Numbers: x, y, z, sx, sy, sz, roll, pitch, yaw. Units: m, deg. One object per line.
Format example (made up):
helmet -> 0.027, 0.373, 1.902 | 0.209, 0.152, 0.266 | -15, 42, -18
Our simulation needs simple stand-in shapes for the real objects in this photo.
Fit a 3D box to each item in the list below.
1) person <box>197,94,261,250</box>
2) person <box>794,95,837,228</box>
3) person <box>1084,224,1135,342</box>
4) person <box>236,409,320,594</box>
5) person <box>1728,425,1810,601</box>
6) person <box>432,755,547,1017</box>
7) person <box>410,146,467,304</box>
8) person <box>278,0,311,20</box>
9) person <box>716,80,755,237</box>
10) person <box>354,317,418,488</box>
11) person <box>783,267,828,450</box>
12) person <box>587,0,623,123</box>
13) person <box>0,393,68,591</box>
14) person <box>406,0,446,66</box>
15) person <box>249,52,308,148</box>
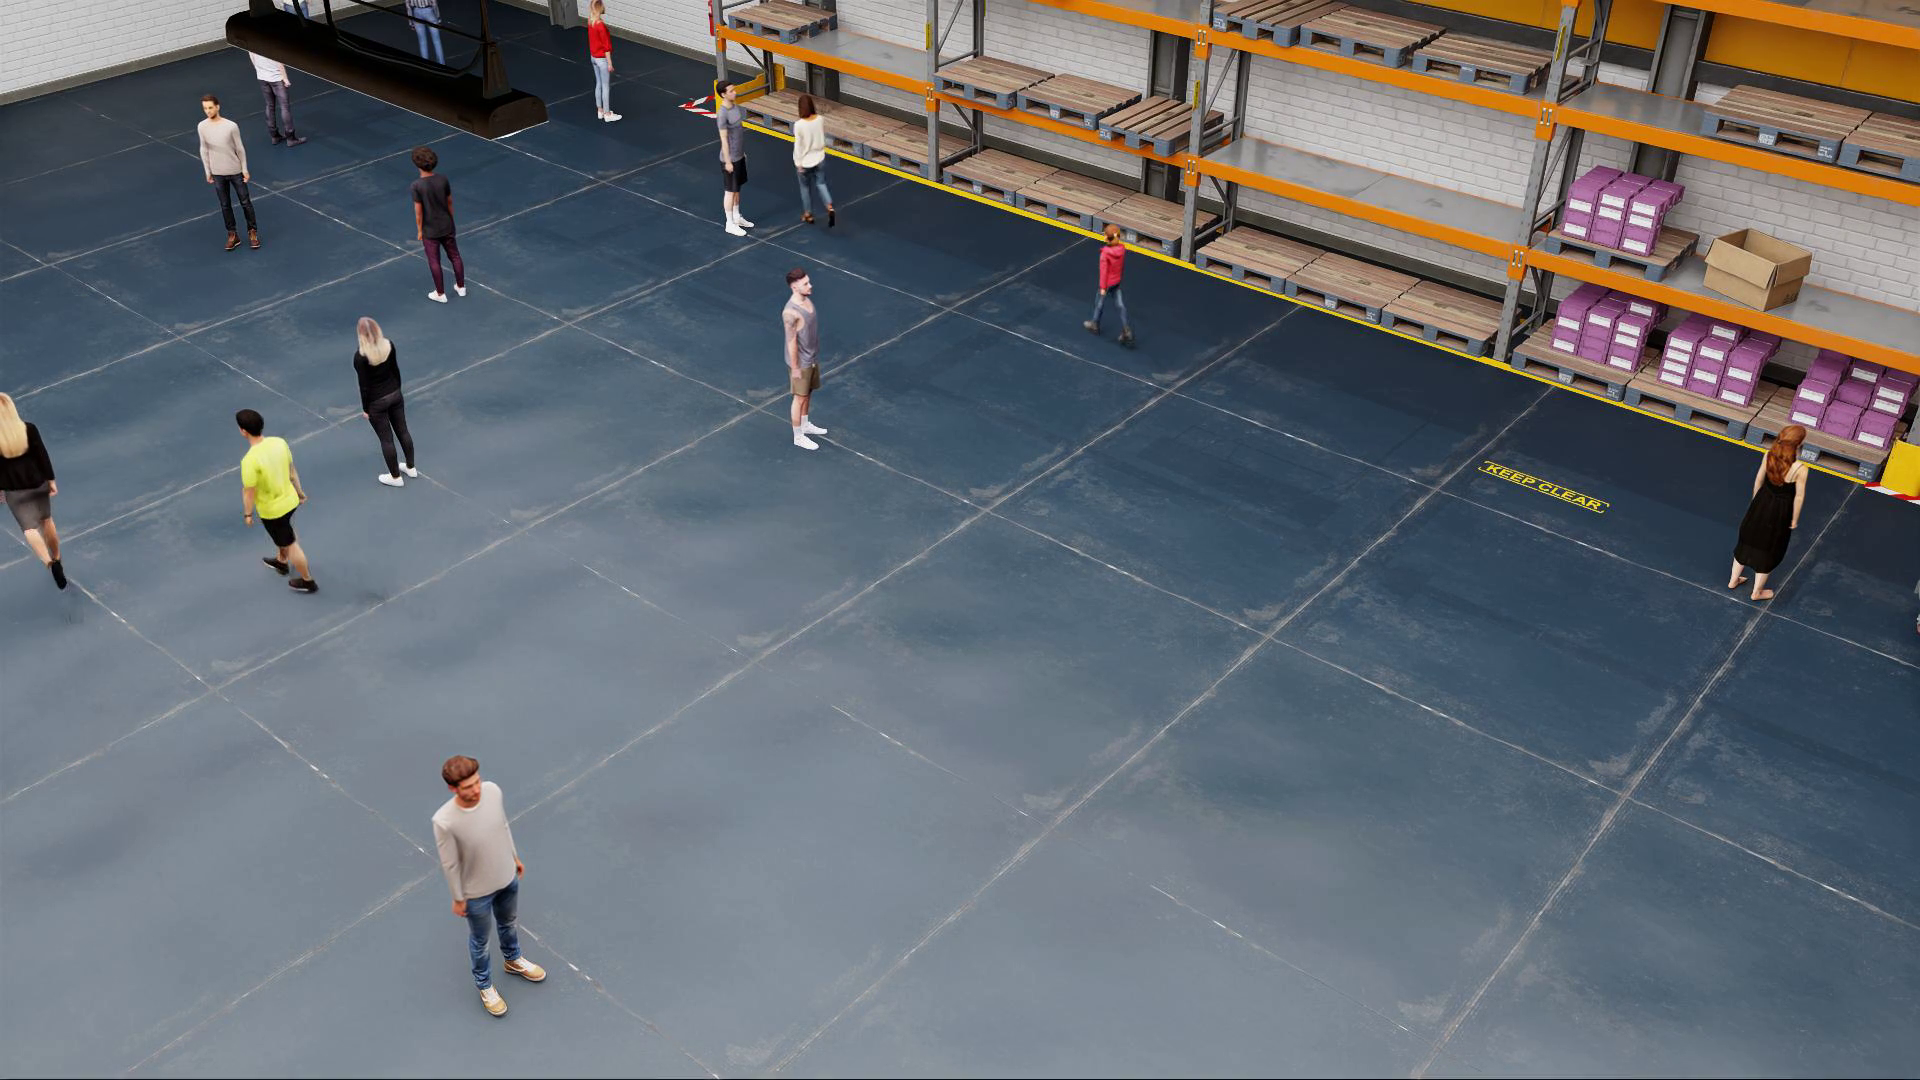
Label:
person -> -8.726, -4.395, 19.810 | 0.742, 1.868, 0.781 | -6, 34, -9
person -> -1.761, -4.585, 20.282 | 0.798, 1.660, 1.005 | -19, 38, -27
person -> 1.673, -2.717, 17.810 | 0.649, 1.287, 0.971 | -23, 40, -30
person -> -5.604, -0.299, 13.809 | 0.984, 1.690, 0.828 | 12, 35, 17
person -> 6.720, -0.243, 13.783 | 0.702, 1.625, 0.595 | -20, 39, -27
person -> -2.885, 2.044, 10.091 | 0.589, 1.903, 0.693 | 21, 39, 28
person -> -5.856, -3.536, 18.594 | 0.642, 1.783, 0.585 | -29, 43, -36
person -> -10.397, -8.393, 25.985 | 0.676, 1.691, 0.631 | -22, 39, -29
person -> -2.782, -4.672, 20.223 | 0.708, 1.871, 0.733 | 9, 35, 13
person -> -5.286, -1.275, 15.280 | 0.561, 1.687, 0.626 | 20, 38, 27
person -> -1.507, -1.760, 15.930 | 0.721, 1.845, 0.715 | 7, 34, 11
person -> -5.091, -6.814, 23.598 | 0.718, 1.703, 0.507 | -24, 41, -32
person -> -7.699, -0.346, 13.763 | 0.753, 1.819, 1.051 | -23, 40, -30
person -> -8.036, -7.806, 25.007 | 0.700, 1.795, 0.743 | -5, 34, -8
person -> -9.412, -6.311, 22.725 | 0.620, 1.832, 0.788 | 14, 36, 19
